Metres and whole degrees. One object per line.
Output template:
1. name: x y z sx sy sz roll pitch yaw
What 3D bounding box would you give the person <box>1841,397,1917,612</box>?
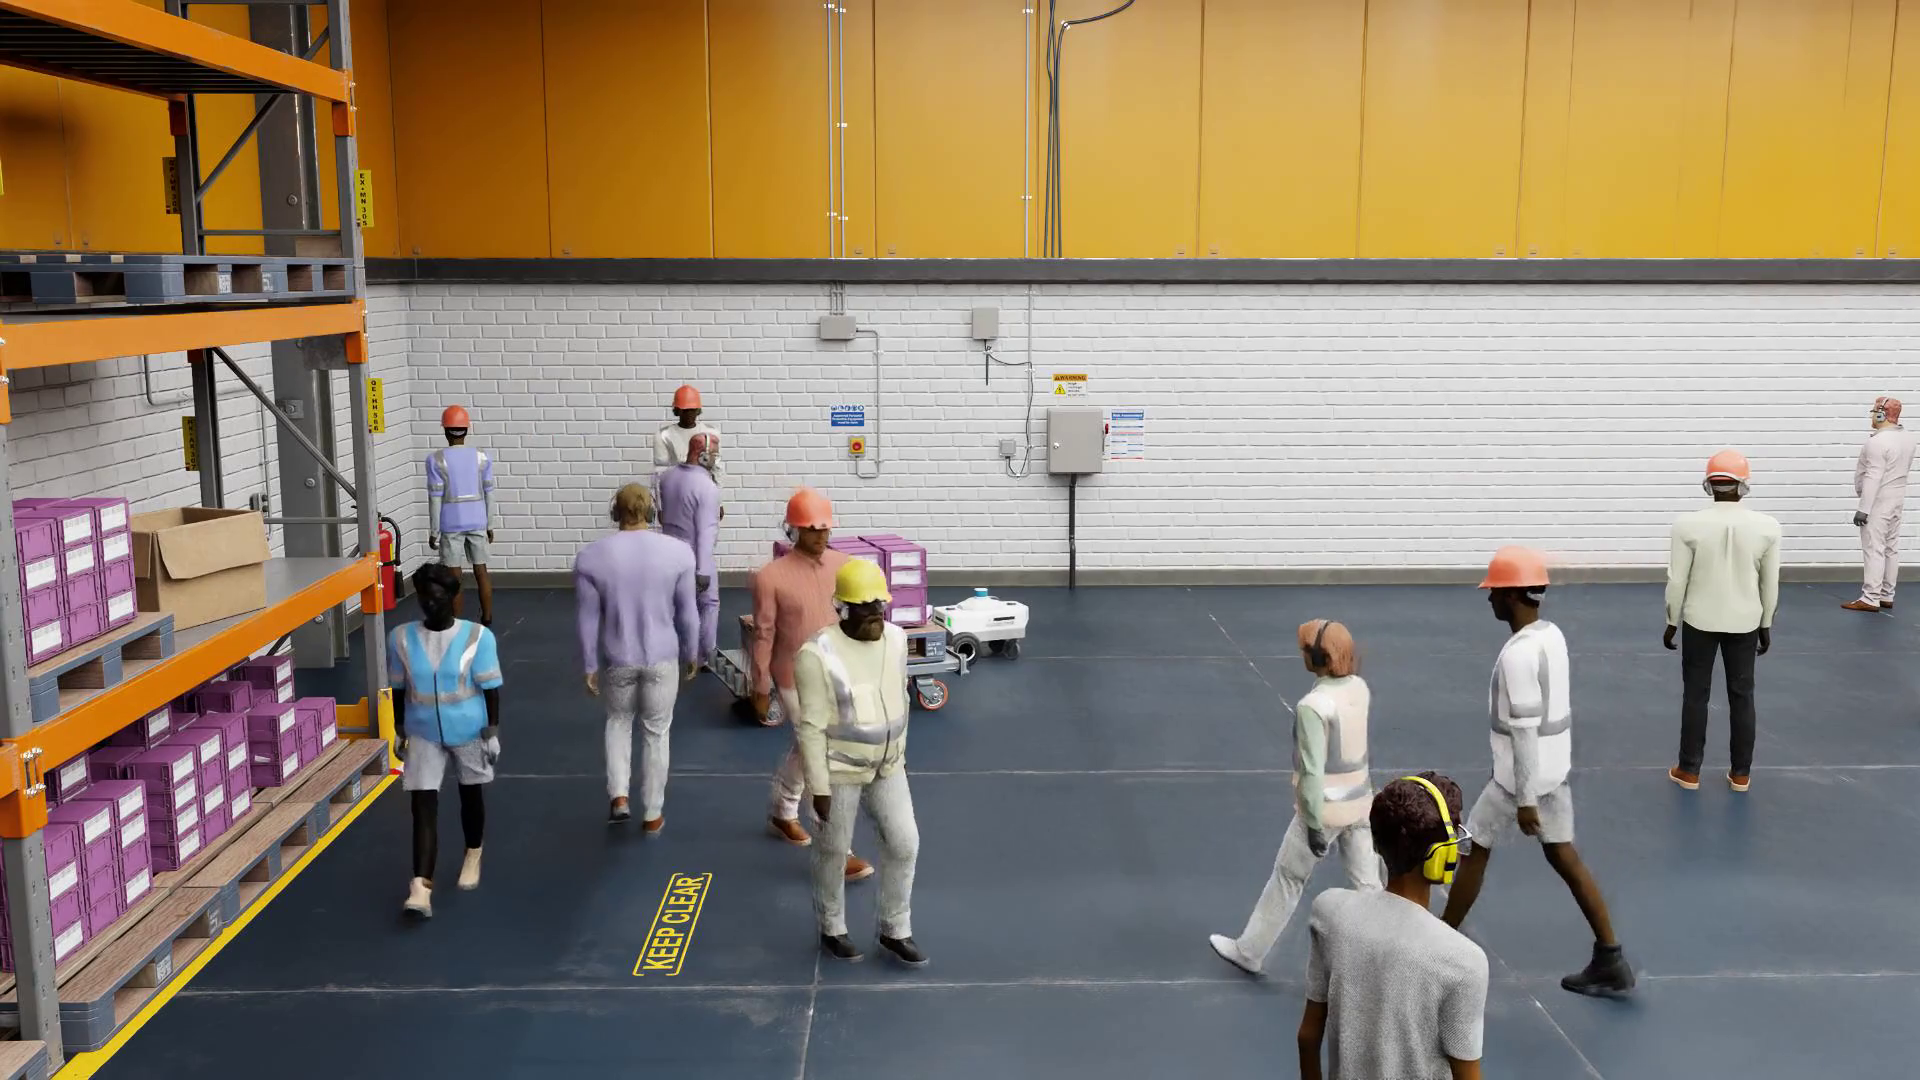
1. person: 8.148 -0.315 14.766 0.638 1.909 0.408 -7 11 -35

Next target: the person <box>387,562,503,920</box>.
1. person: -2.439 0.935 7.845 0.552 1.648 0.843 -1 9 -5

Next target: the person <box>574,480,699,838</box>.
1. person: -1.708 0.634 8.893 0.632 1.918 0.442 -1 9 -4

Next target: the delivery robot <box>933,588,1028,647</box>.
1. delivery robot: 0.166 0.617 12.896 0.707 0.478 0.477 -4 10 -22

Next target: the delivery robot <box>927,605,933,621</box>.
1. delivery robot: -0.581 0.618 12.893 0.707 0.478 0.477 1 9 9

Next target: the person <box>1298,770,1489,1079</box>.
1. person: 1.037 1.464 3.974 0.313 1.869 0.528 -7 12 -39

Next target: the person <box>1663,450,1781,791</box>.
1. person: 4.415 0.471 9.683 0.612 1.991 0.392 2 9 12

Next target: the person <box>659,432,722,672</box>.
1. person: -2.045 0.133 12.211 0.906 1.859 0.707 -9 13 -44

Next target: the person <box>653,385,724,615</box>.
1. person: -2.368 -0.344 14.585 0.611 2.030 0.410 -4 10 -22

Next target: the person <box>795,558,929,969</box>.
1. person: -0.397 0.976 7.143 0.621 1.806 0.673 -8 12 -40

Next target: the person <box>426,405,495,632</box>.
1. person: -4.051 -0.125 13.504 0.542 1.939 0.368 -6 11 -32

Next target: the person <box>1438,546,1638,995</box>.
1. person: 2.415 0.964 7.030 1.027 1.884 0.544 8 12 39

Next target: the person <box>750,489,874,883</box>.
1. person: -0.736 0.698 8.469 0.610 1.943 1.017 -9 13 -43

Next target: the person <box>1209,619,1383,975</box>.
1. person: 1.483 1.115 6.947 0.519 1.597 0.852 -9 13 -44
